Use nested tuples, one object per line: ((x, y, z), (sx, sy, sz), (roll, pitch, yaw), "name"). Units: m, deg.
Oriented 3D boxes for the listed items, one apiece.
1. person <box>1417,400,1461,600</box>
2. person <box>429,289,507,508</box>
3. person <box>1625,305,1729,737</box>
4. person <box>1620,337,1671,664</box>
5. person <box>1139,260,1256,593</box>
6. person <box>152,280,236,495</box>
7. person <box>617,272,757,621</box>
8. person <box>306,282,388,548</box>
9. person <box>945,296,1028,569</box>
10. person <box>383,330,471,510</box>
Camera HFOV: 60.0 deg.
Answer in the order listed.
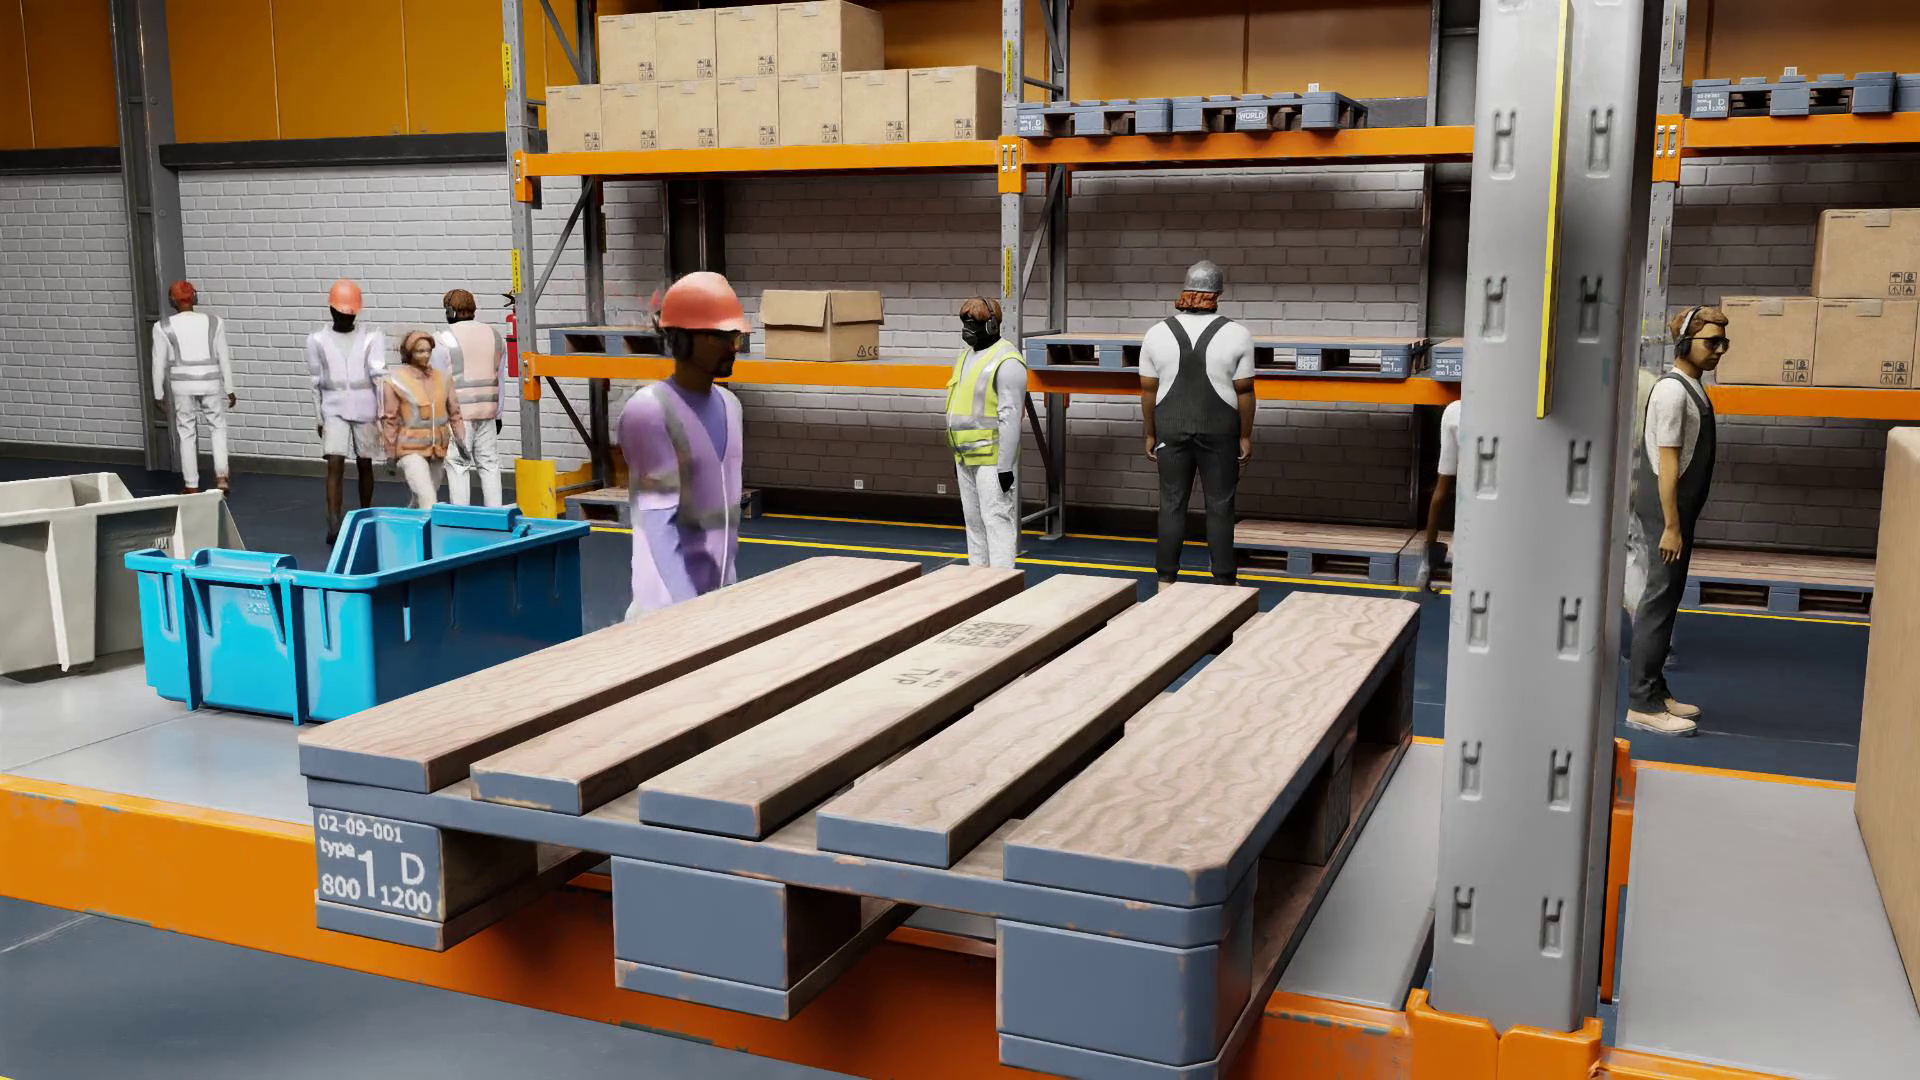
((1.944, 0.112, 6.028), (0.548, 1.834, 0.847), (2, 10, 15), "person")
((-3.589, -0.900, 12.097), (0.429, 1.835, 0.630), (8, 12, 38), "person")
((3.093, -0.088, 7.191), (0.325, 1.841, 0.516), (5, 11, 28), "person")
((3.338, -0.273, 8.513), (0.584, 1.787, 0.944), (-6, 11, -31), "person")
((1.446, -0.661, 10.034), (0.689, 2.000, 0.539), (3, 10, 18), "person")
((-6.546, -1.279, 14.212), (0.641, 1.874, 0.423), (-6, 11, -33), "person")
((-0.823, 0.141, 5.393), (1.057, 1.988, 0.616), (5, 11, 28), "person")
((-4.368, -0.894, 11.916), (0.546, 1.871, 0.948), (-3, 10, -19), "person")
((0.136, -0.465, 9.490), (0.429, 1.837, 0.624), (-5, 11, -27), "person")
((-3.562, -0.587, 10.915), (0.859, 1.597, 0.514), (7, 12, 36), "person")
